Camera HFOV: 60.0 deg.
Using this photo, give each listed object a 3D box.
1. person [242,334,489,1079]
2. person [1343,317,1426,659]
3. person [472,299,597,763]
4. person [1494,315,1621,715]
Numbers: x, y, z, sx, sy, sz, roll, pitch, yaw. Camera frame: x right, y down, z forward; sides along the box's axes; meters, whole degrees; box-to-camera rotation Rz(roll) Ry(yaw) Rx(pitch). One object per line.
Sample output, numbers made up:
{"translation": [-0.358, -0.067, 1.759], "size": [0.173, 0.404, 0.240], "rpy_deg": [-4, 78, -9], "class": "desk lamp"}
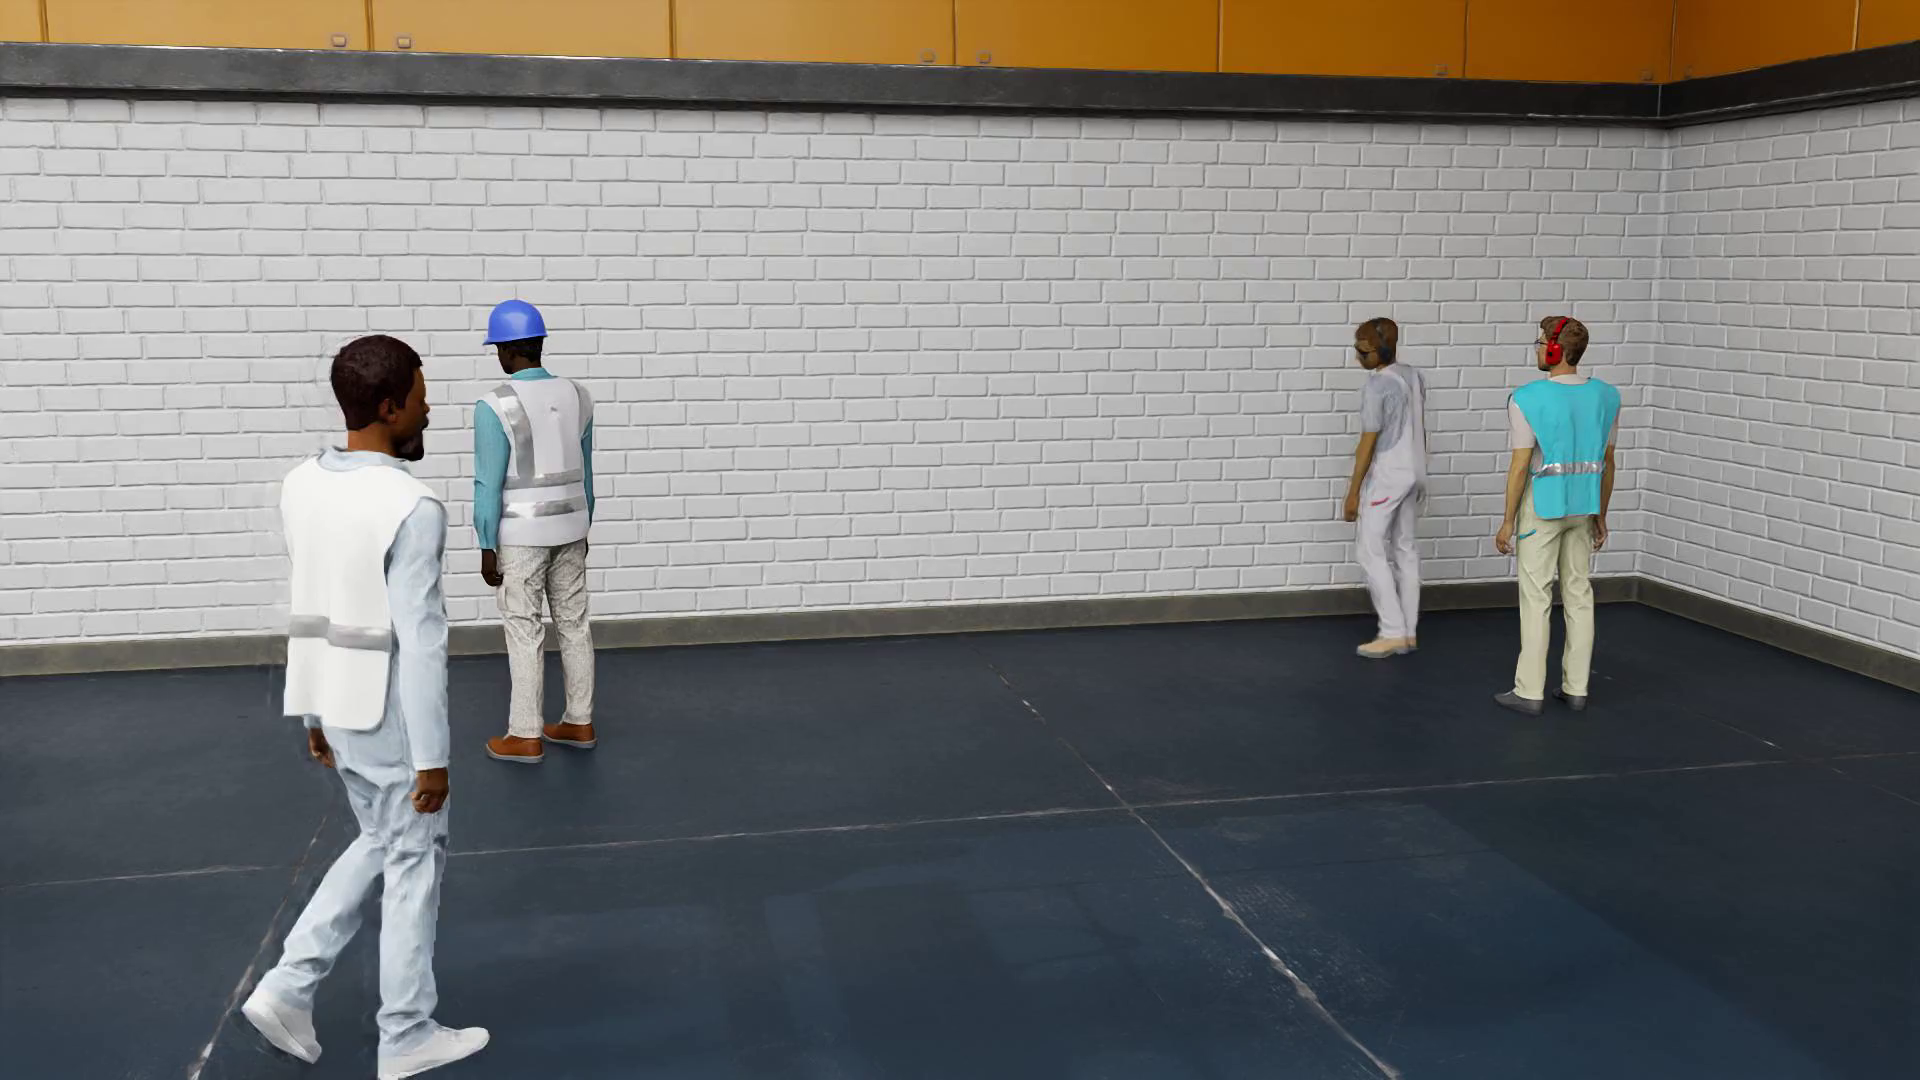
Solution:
{"translation": [-1.486, 0.448, 4.140], "size": [0.604, 1.909, 0.506], "rpy_deg": [7, 12, 37], "class": "person"}
{"translation": [2.306, -0.274, 8.884], "size": [0.595, 1.816, 0.355], "rpy_deg": [-9, 13, -44], "class": "person"}
{"translation": [-1.792, -0.034, 7.003], "size": [0.416, 1.939, 0.604], "rpy_deg": [7, 11, 35], "class": "person"}
{"translation": [2.770, -0.108, 7.709], "size": [0.569, 1.848, 0.378], "rpy_deg": [-3, 10, -16], "class": "person"}
